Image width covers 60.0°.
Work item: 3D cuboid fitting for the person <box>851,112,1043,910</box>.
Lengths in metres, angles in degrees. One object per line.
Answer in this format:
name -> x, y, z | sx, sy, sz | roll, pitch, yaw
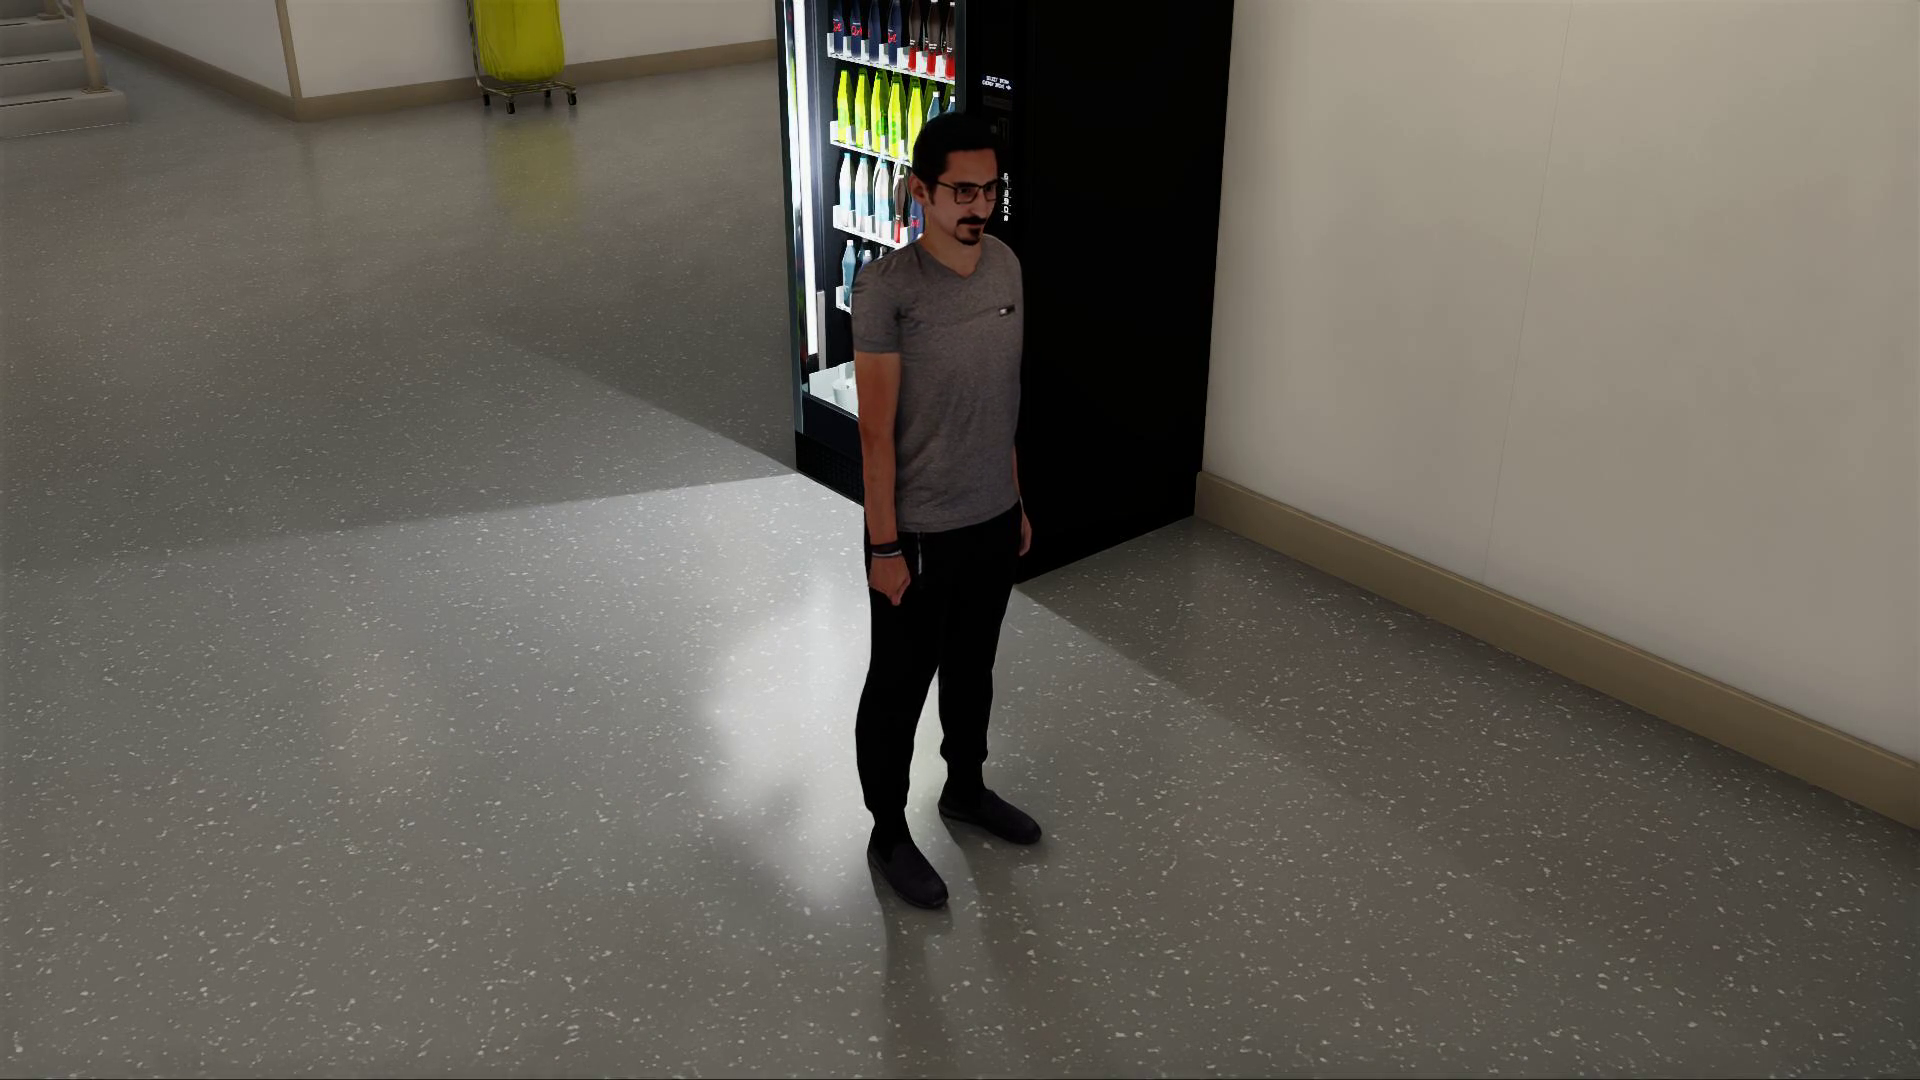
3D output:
person -> -0.040, -0.060, 3.666 | 0.573, 1.754, 0.641 | 22, 34, 38
